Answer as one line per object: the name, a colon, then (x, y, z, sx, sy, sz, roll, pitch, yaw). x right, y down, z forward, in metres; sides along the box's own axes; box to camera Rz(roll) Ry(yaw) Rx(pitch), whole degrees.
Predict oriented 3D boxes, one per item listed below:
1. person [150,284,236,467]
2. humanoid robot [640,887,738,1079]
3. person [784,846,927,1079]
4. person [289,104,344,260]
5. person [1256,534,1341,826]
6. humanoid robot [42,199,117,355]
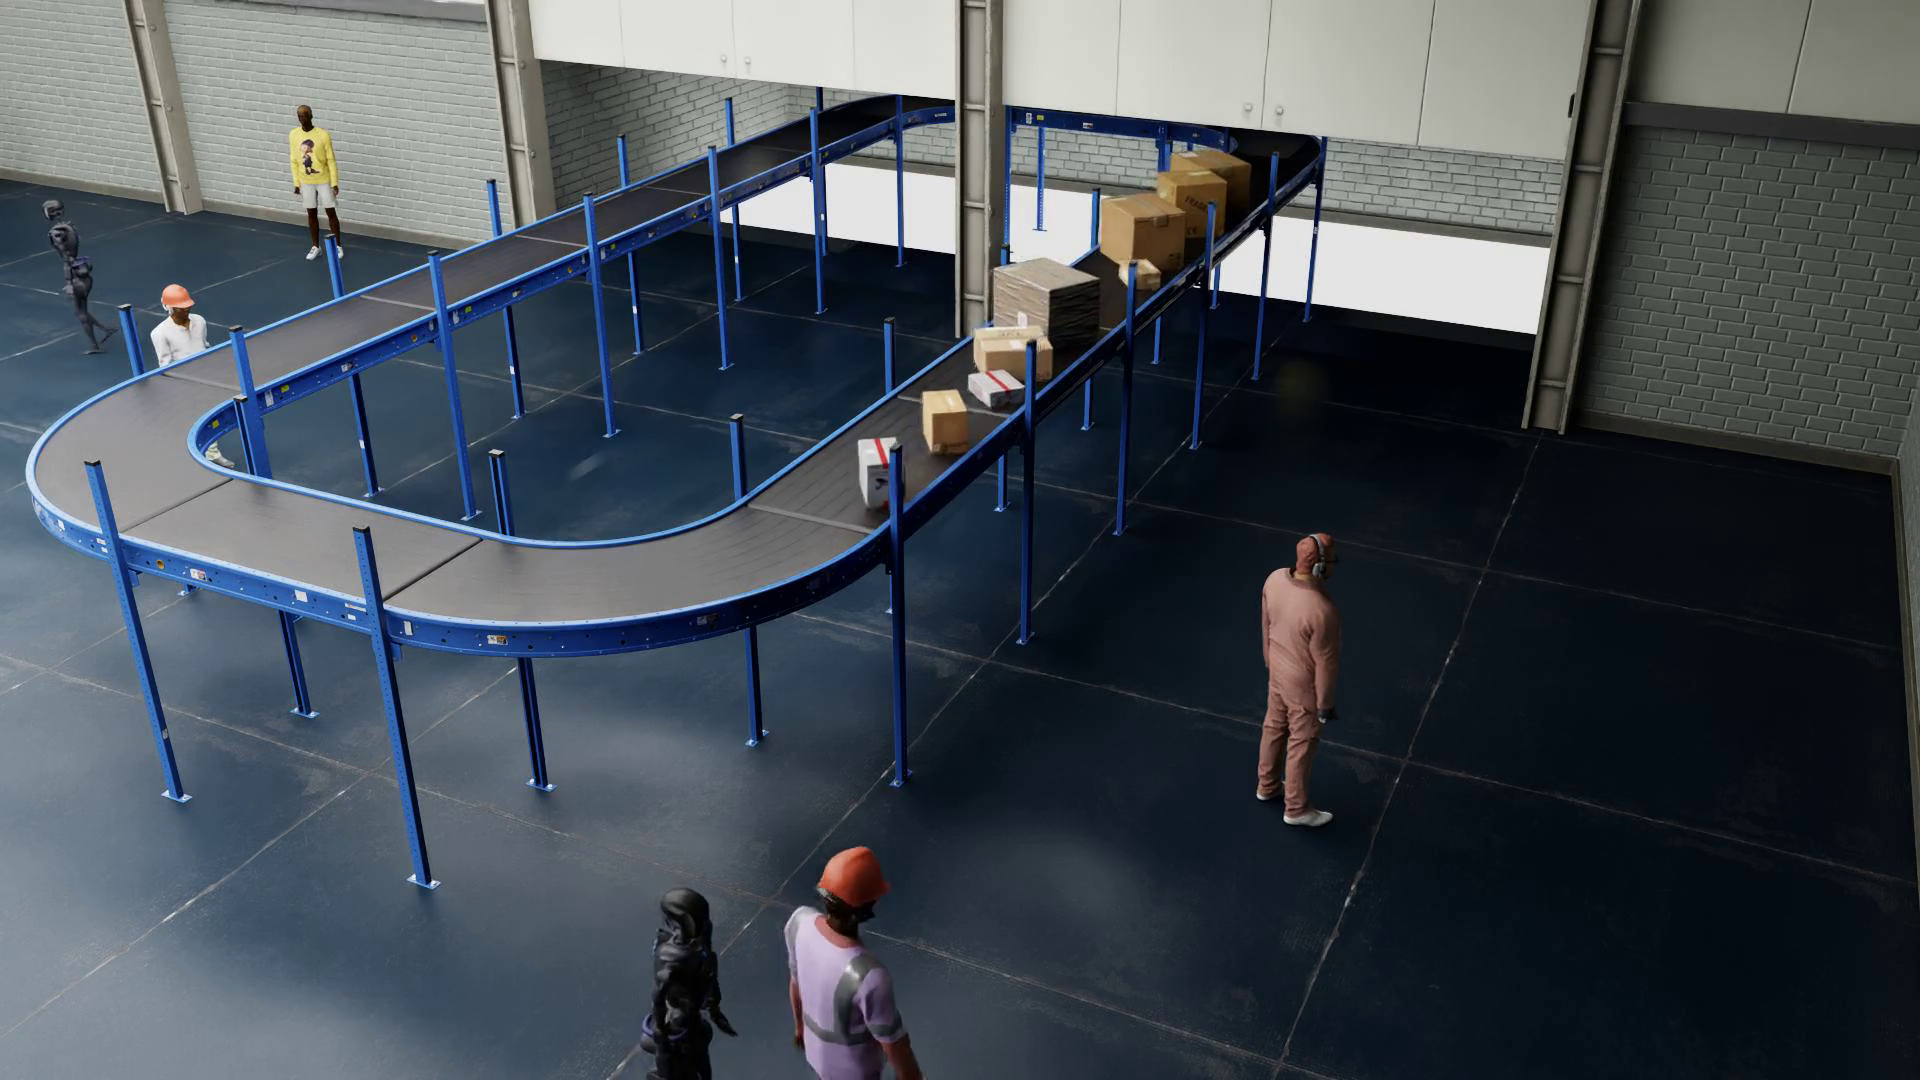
person: (-6.745, -1.403, 14.630, 0.333, 1.752, 0.562, 10, 28, 20)
humanoid robot: (-1.313, 2.220, 7.428, 0.533, 1.627, 0.601, 7, 27, 14)
person: (-0.452, 2.188, 7.108, 0.545, 2.015, 0.657, -19, 32, -34)
person: (-7.955, -4.420, 20.550, 0.544, 1.900, 0.374, -2, 26, -3)
person: (2.059, 0.828, 9.966, 0.412, 1.906, 0.650, -11, 28, -21)
humanoid robot: (-9.247, -2.757, 17.450, 0.383, 1.646, 0.615, -8, 27, -15)
